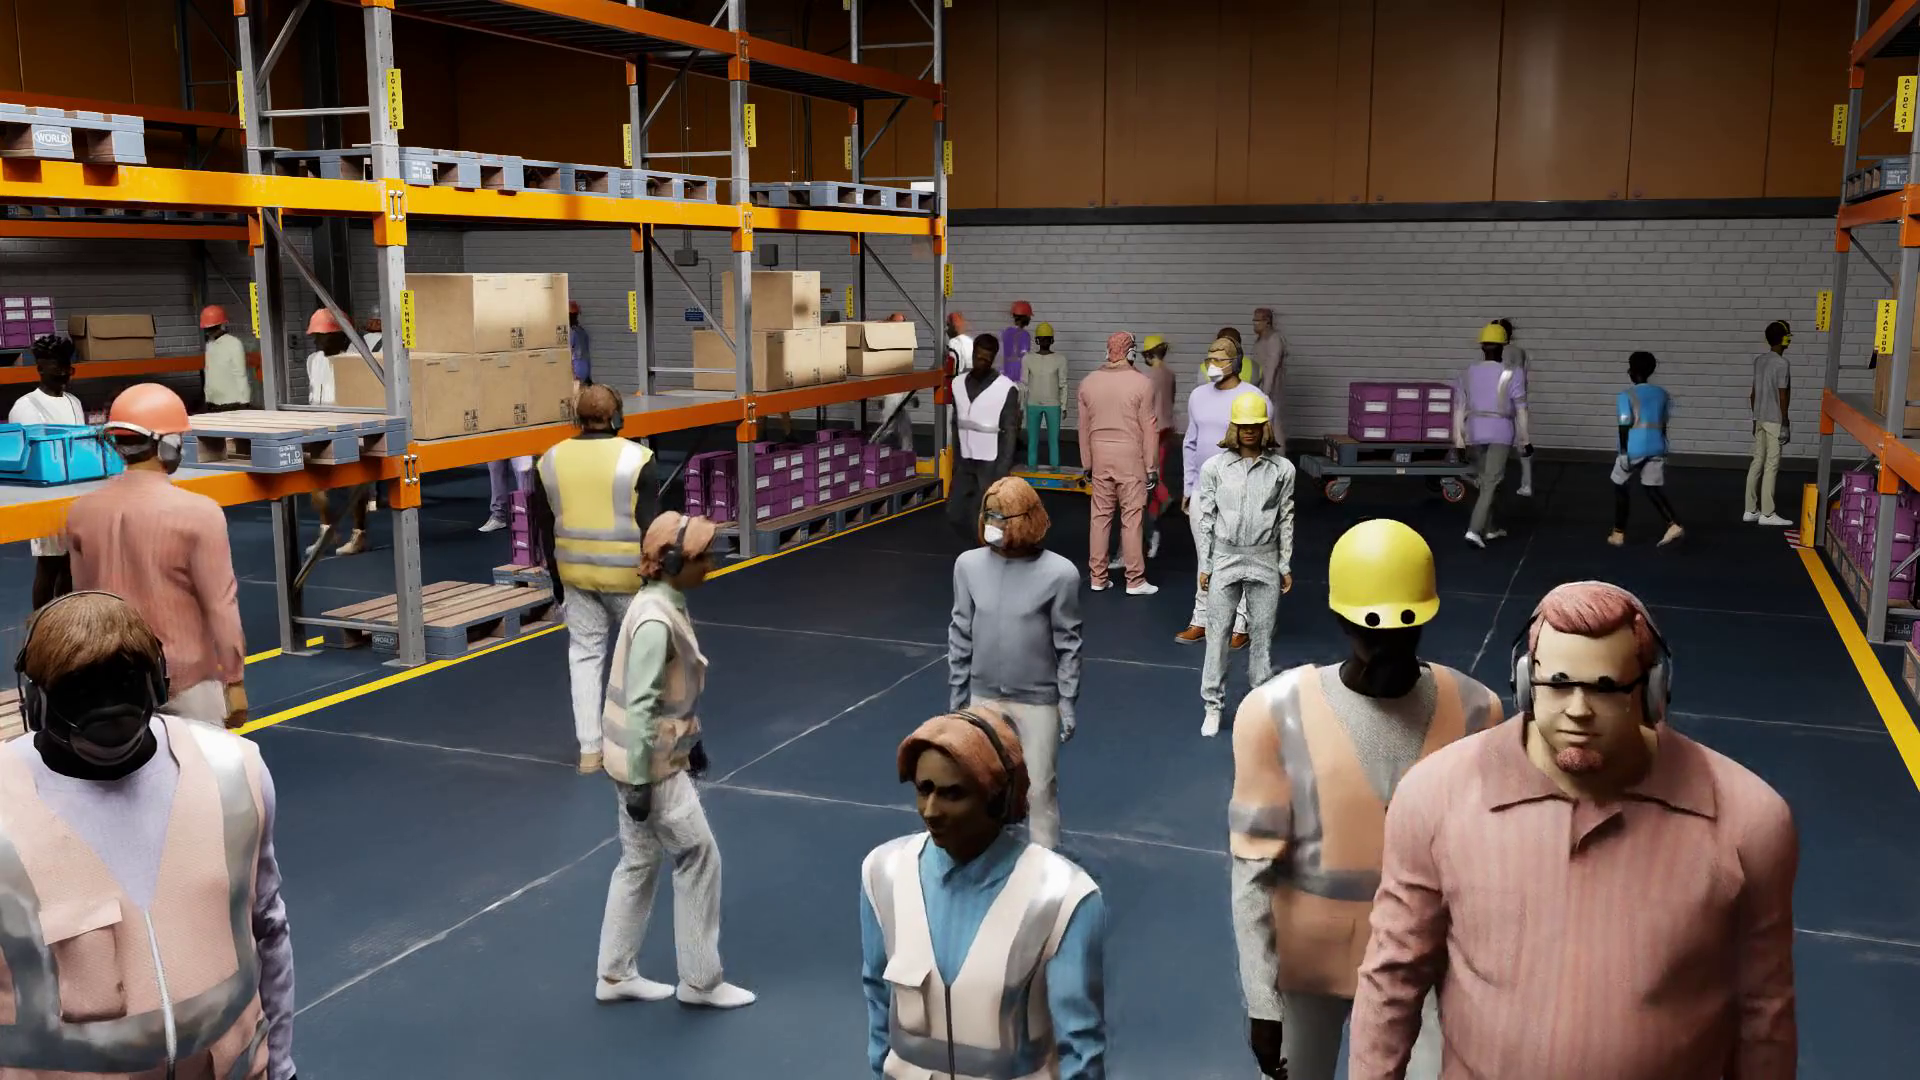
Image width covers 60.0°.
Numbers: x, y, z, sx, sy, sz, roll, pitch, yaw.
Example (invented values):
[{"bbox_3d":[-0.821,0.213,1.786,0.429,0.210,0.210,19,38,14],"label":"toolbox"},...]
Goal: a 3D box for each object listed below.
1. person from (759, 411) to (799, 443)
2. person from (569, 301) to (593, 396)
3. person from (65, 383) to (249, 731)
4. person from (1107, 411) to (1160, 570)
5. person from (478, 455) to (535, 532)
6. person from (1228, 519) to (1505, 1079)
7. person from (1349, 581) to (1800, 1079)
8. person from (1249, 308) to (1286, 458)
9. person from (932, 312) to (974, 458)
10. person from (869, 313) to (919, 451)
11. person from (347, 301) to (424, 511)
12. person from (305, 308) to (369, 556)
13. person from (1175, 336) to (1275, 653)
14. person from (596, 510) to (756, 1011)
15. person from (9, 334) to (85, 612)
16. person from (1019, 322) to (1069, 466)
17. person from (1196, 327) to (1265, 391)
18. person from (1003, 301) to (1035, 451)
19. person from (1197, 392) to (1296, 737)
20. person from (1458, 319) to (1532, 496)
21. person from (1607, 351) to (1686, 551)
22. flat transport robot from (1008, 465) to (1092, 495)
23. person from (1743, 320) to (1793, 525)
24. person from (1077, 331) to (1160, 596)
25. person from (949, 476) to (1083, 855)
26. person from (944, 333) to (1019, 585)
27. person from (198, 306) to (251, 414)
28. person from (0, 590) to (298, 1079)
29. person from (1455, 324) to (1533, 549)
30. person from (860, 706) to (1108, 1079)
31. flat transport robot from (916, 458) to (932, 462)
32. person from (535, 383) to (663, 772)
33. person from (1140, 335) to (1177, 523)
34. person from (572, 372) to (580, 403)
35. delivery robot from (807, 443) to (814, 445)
[{"bbox_3d":[-2.371,-2.075,21.297,0.571,1.879,1.008,-5,11,-30],"label":"person"},{"bbox_3d":[-5.147,-2.166,21.815,0.867,1.898,0.546,0,9,3],"label":"person"},{"bbox_3d":[-2.767,0.455,5.684,0.632,1.972,0.691,2,10,14],"label":"person"},{"bbox_3d":[1.392,-0.595,13.178,0.541,1.604,0.731,9,13,43],"label":"person"},{"bbox_3d":[-4.017,-1.002,14.717,0.639,1.911,0.406,3,10,19],"label":"person"},{"bbox_3d":[0.845,0.876,3.465,0.589,1.861,1.032,0,9,-2],"label":"person"},{"bbox_3d":[0.950,1.004,2.657,0.685,1.870,0.883,4,10,24],"label":"person"},{"bbox_3d":[3.379,-1.697,19.007,0.854,1.873,0.670,-1,9,-9],"label":"person"},{"bbox_3d":[-0.040,-1.677,19.006,0.941,1.832,0.587,6,11,32],"label":"person"},{"bbox_3d":[-0.818,-1.658,18.905,0.914,1.841,0.608,-4,10,-23],"label":"person"},{"bbox_3d":[-5.539,-1.297,16.101,0.684,2.000,0.535,2,10,14],"label":"person"},{"bbox_3d":[-5.097,-0.850,13.448,0.653,2.018,0.663,5,11,27],"label":"person"},{"bbox_3d":[1.625,-0.282,10.257,0.371,1.940,0.627,-9,13,-44],"label":"person"},{"bbox_3d":[-0.932,0.706,5.238,0.472,1.614,0.529,-2,10,-13],"label":"person"},{"bbox_3d":[-5.405,-0.250,9.988,0.362,1.961,0.613,0,9,0],"label":"person"},{"bbox_3d":[0.890,-1.429,17.721,0.533,1.772,0.296,2,10,12],"label":"person"},{"bbox_3d":[2.315,-0.923,14.443,0.633,1.840,0.429,-2,10,-13],"label":"person"},{"bbox_3d":[0.779,-2.094,21.291,0.410,1.917,0.564,-5,10,-26],"label":"person"},{"bbox_3d":[1.434,0.130,8.354,0.491,1.744,0.295,0,9,1],"label":"person"},{"bbox_3d":[5.639,-1.382,17.305,0.582,1.807,0.971,-4,10,-24],"label":"person"},{"bbox_3d":[5.706,-0.729,13.780,0.537,1.664,0.730,-3,10,-15],"label":"person"},{"bbox_3d":[0.993,-0.644,17.495,1.431,0.197,0.652,5,11,27],"label":"flat transport robot"},{"bbox_3d":[7.446,-1.073,15.245,0.326,1.877,0.518,-1,9,-8],"label":"person"},{"bbox_3d":[1.162,-0.548,11.980,0.639,1.905,0.407,7,11,35],"label":"person"},{"bbox_3d":[0.190,0.581,5.955,0.503,1.631,0.282,4,10,25],"label":"person"},{"bbox_3d":[0.135,-0.554,12.070,0.635,1.881,0.490,8,12,41],"label":"person"},{"bbox_3d":[-7.561,-1.434,17.171,0.718,1.958,0.533,6,11,34],"label":"person"},{"bbox_3d":[-1.426,0.989,2.854,0.429,1.841,0.634,9,13,43],"label":"person"},{"bbox_3d":[4.483,-0.882,14.057,0.938,1.889,0.597,-8,12,-40],"label":"person"},{"bbox_3d":[0.046,1.082,3.033,0.524,1.598,0.853,4,10,25],"label":"person"},{"bbox_3d":[-0.279,-0.758,18.186,1.431,0.197,0.652,6,11,34],"label":"flat transport robot"},{"bbox_3d":[-1.652,0.170,7.879,0.647,1.819,0.591,2,10,13],"label":"person"},{"bbox_3d":[1.816,-1.009,15.280,0.517,1.732,0.565,9,13,43],"label":"person"},{"bbox_3d":[-3.831,-1.105,16.206,0.536,1.615,0.651,5,11,28],"label":"person"},{"bbox_3d":[-1.328,-0.941,18.155,0.707,0.478,0.477,-2,10,-14],"label":"delivery robot"}]
